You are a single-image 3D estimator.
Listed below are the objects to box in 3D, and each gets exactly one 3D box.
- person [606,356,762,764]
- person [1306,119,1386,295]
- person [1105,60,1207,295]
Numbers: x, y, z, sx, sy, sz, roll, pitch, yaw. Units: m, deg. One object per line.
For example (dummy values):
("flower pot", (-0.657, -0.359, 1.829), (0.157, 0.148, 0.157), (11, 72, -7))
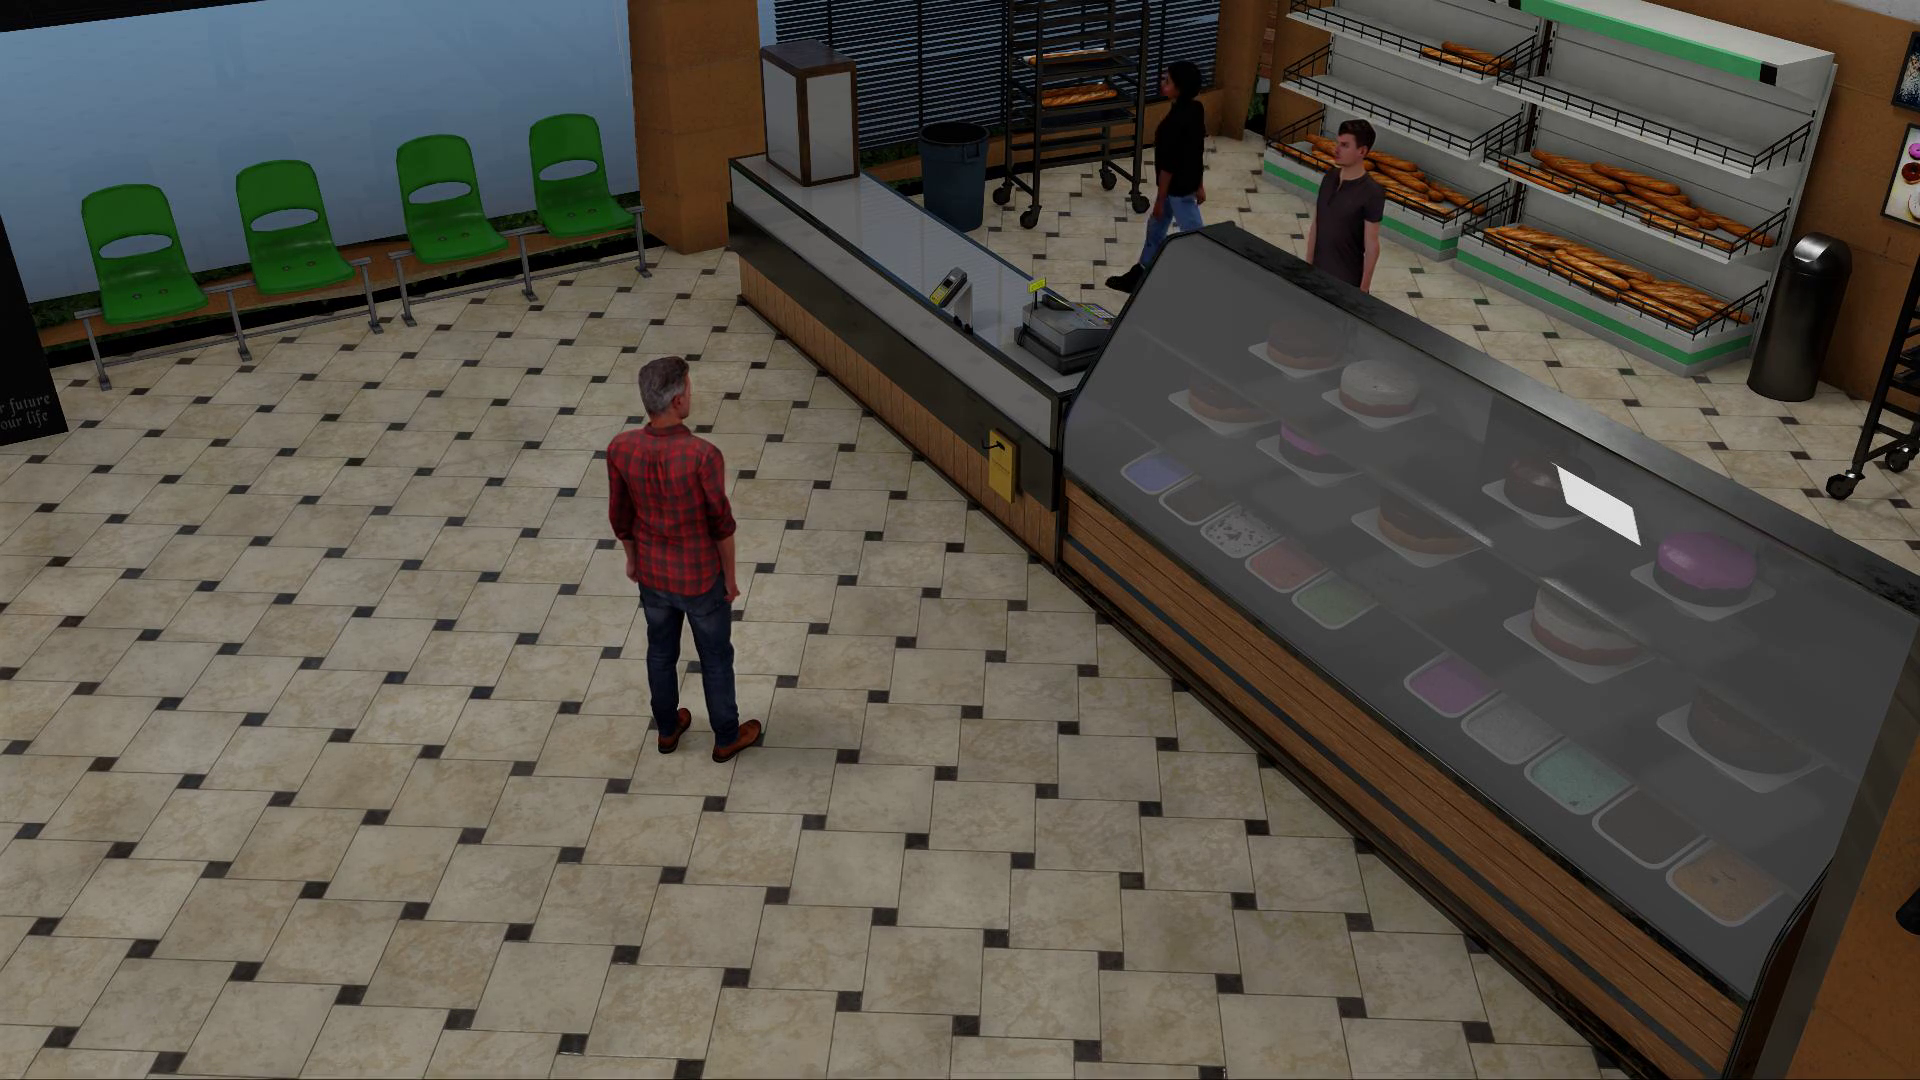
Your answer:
("person", (-1.153, 0.108, 6.840), (0.755, 1.830, 0.797), (10, 33, 15))
("person", (2.131, -1.448, 9.321), (0.514, 1.850, 0.646), (-17, 36, -25))
("person", (1.513, -2.213, 10.743), (1.102, 1.647, 1.164), (15, 35, 22))
